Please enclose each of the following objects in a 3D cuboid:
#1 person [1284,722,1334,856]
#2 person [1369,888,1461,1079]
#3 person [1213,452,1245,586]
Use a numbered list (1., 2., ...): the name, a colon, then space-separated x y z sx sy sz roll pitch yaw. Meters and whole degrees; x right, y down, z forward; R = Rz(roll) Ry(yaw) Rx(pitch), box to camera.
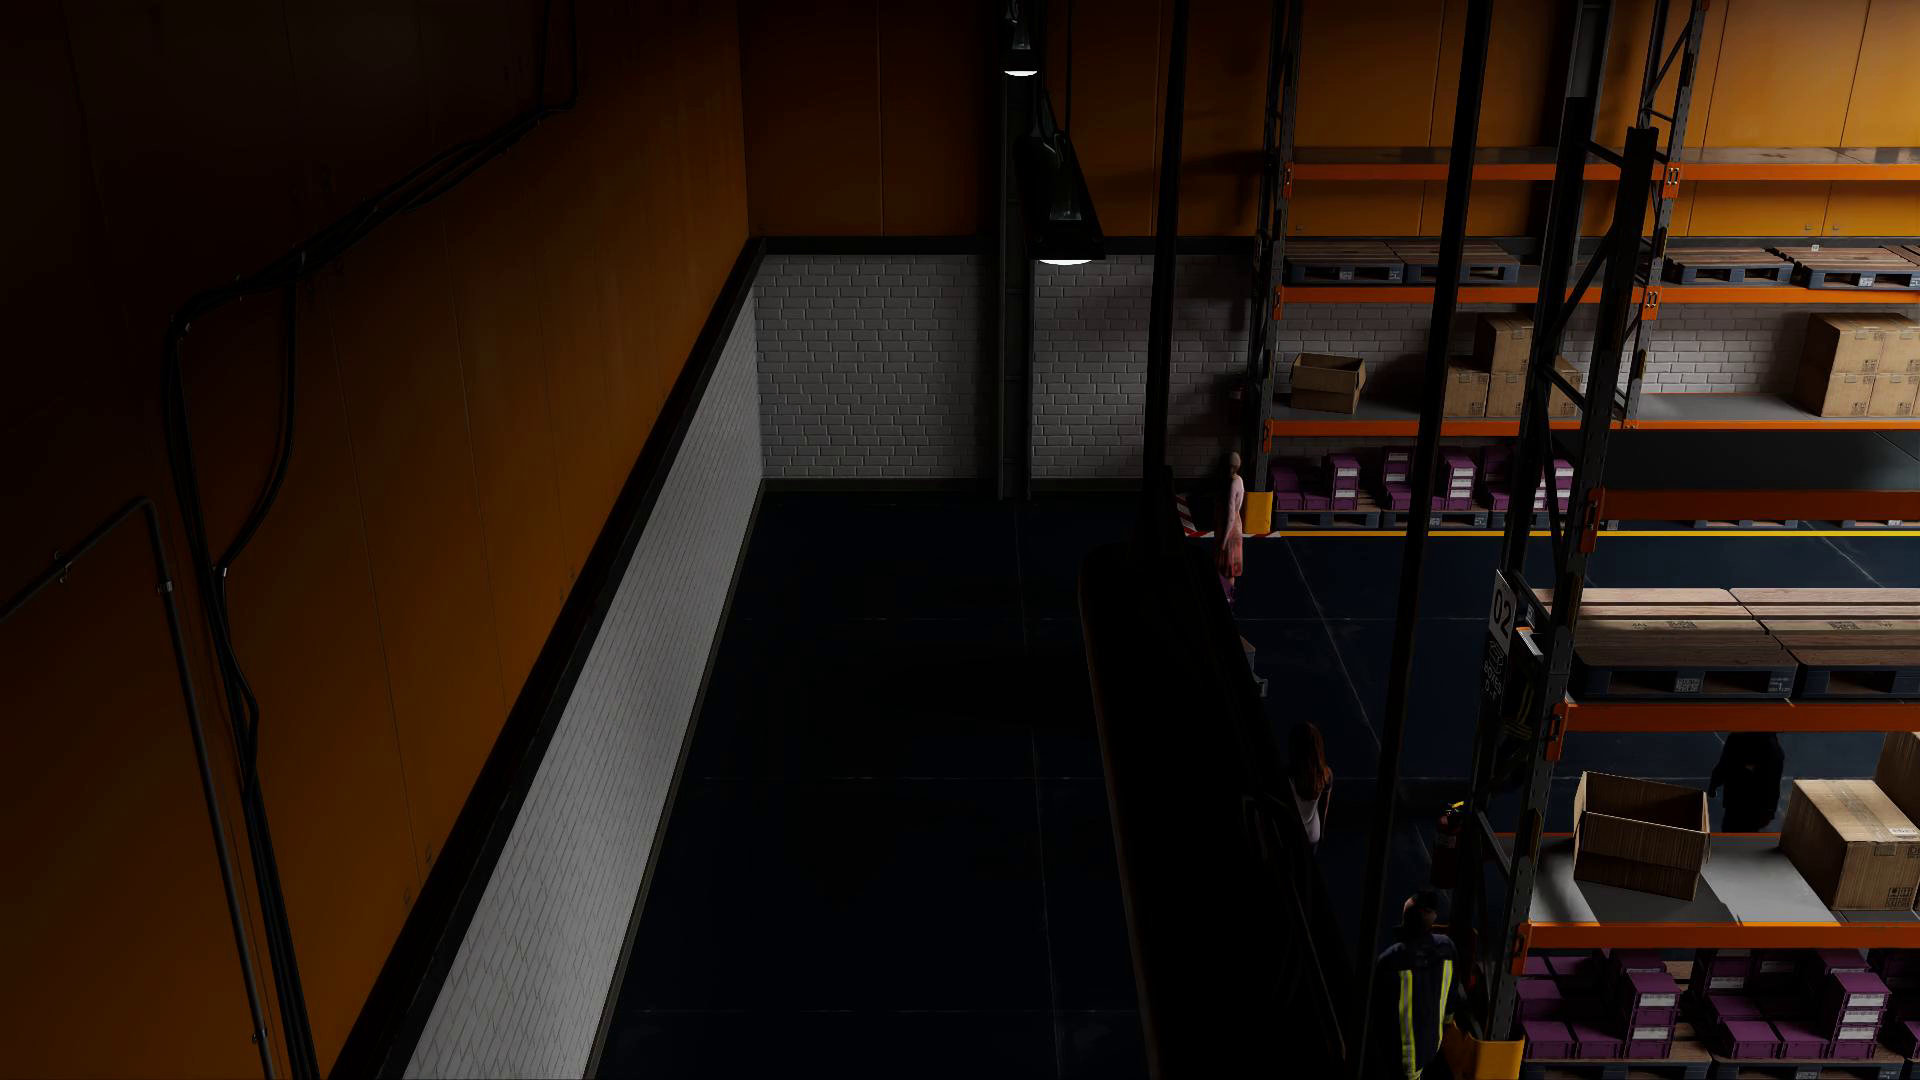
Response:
1. person: 2.341 2.065 11.598 0.554 1.724 0.709 -5 24 -12
2. person: 2.623 2.896 9.578 1.167 1.819 1.156 -16 28 -32
3. person: 2.672 -0.087 16.554 0.622 1.697 0.630 5 24 11
